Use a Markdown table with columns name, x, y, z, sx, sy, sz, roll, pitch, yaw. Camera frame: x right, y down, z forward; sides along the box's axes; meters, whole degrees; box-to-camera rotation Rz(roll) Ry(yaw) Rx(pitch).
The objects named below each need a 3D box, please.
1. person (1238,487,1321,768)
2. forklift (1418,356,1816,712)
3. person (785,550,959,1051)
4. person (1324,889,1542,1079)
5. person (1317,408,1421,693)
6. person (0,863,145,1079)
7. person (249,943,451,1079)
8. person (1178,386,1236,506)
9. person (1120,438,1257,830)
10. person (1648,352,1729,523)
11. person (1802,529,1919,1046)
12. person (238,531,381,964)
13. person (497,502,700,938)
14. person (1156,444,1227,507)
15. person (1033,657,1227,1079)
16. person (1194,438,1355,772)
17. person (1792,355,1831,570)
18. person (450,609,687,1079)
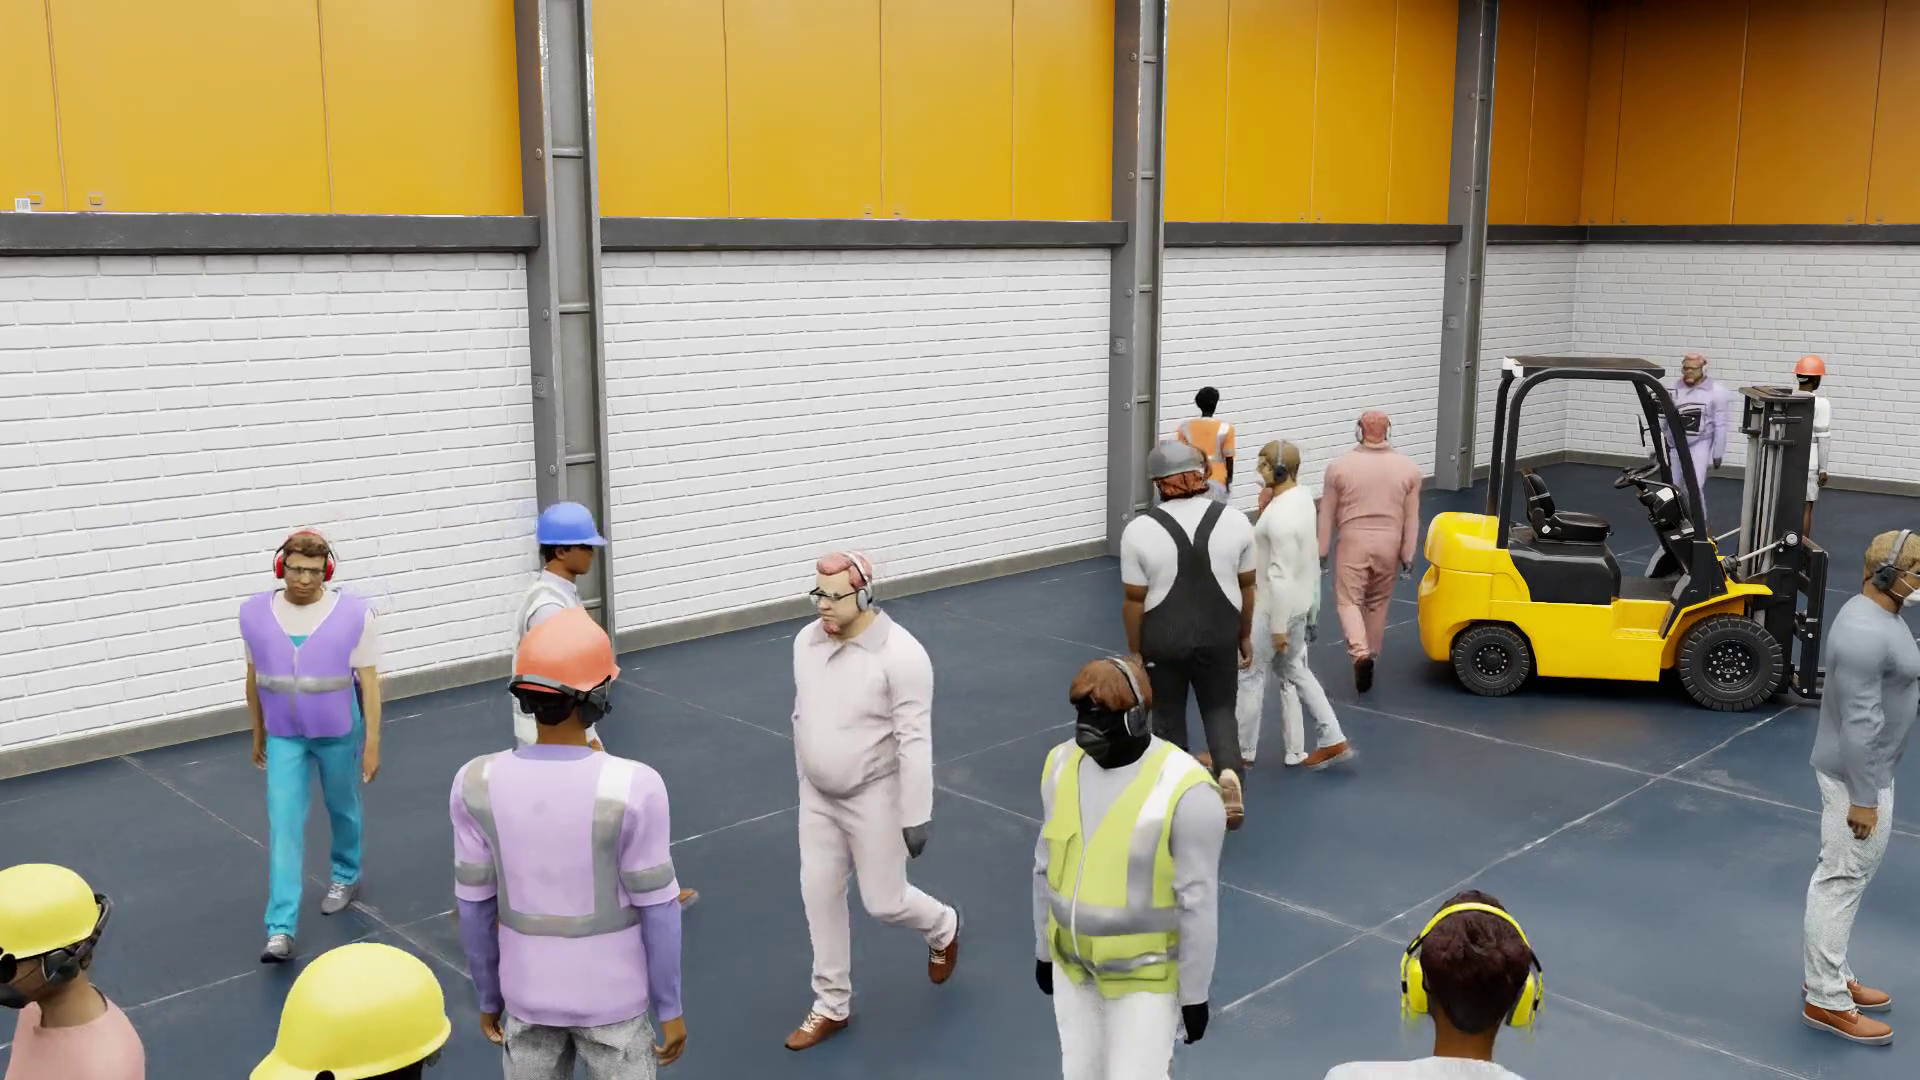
| name | x | y | z | sx | sy | sz | roll | pitch | yaw |
| --- | --- | --- | --- | --- | --- | --- | --- | --- | --- |
| person | 1.781 | 0.480 | 9.427 | 0.511 | 1.639 | 0.308 | 3 | 11 | 18 |
| forklift | 4.276 | -0.101 | 11.076 | 2.313 | 2.155 | 1.214 | 2 | 11 | 13 |
| person | -0.335 | 0.939 | 6.289 | 0.671 | 1.878 | 0.756 | 8 | 13 | 37 |
| person | 0.874 | 1.551 | 3.065 | 0.523 | 1.833 | 0.938 | 1 | 10 | 5 |
| person | 2.712 | 0.064 | 11.049 | 0.658 | 1.881 | 0.827 | 1 | 10 | 3 |
| person | -1.854 | 1.509 | 3.480 | 0.550 | 1.748 | 0.408 | 10 | 14 | 43 |
| person | -0.827 | 1.559 | 2.781 | 0.565 | 1.912 | 0.596 | -8 | 13 | -39 |
| person | 2.169 | -0.518 | 14.720 | 0.544 | 1.687 | 0.380 | 4 | 11 | 18 |
| person | 1.143 | 0.485 | 8.302 | 0.710 | 2.000 | 0.766 | 0 | 10 | -3 |
| person | 7.040 | -0.872 | 16.124 | 0.436 | 1.892 | 0.661 | -9 | 13 | -39 |
| person | 3.424 | 0.906 | 6.298 | 0.372 | 1.934 | 0.627 | 6 | 12 | 30 |
| person | -2.752 | 0.839 | 7.066 | 0.587 | 1.782 | 1.005 | -1 | 10 | -6 |
| person | -1.688 | 0.782 | 7.096 | 1.019 | 1.897 | 0.600 | -1 | 10 | -4 |
| person | 1.607 | 0.119 | 11.518 | 0.509 | 1.588 | 0.843 | -3 | 11 | -17 |
| person | 0.475 | 1.223 | 4.851 | 0.645 | 1.828 | 0.485 | 10 | 14 | 44 |
| person | 1.788 | 0.379 | 9.246 | 0.856 | 1.912 | 0.634 | 4 | 11 | 23 |
| person | 7.607 | -0.699 | 15.040 | 0.364 | 1.937 | 0.546 | -6 | 12 | -29 |
| person | -1.018 | 1.191 | 4.439 | 0.605 | 2.045 | 0.381 | 2 | 11 | 10 |
